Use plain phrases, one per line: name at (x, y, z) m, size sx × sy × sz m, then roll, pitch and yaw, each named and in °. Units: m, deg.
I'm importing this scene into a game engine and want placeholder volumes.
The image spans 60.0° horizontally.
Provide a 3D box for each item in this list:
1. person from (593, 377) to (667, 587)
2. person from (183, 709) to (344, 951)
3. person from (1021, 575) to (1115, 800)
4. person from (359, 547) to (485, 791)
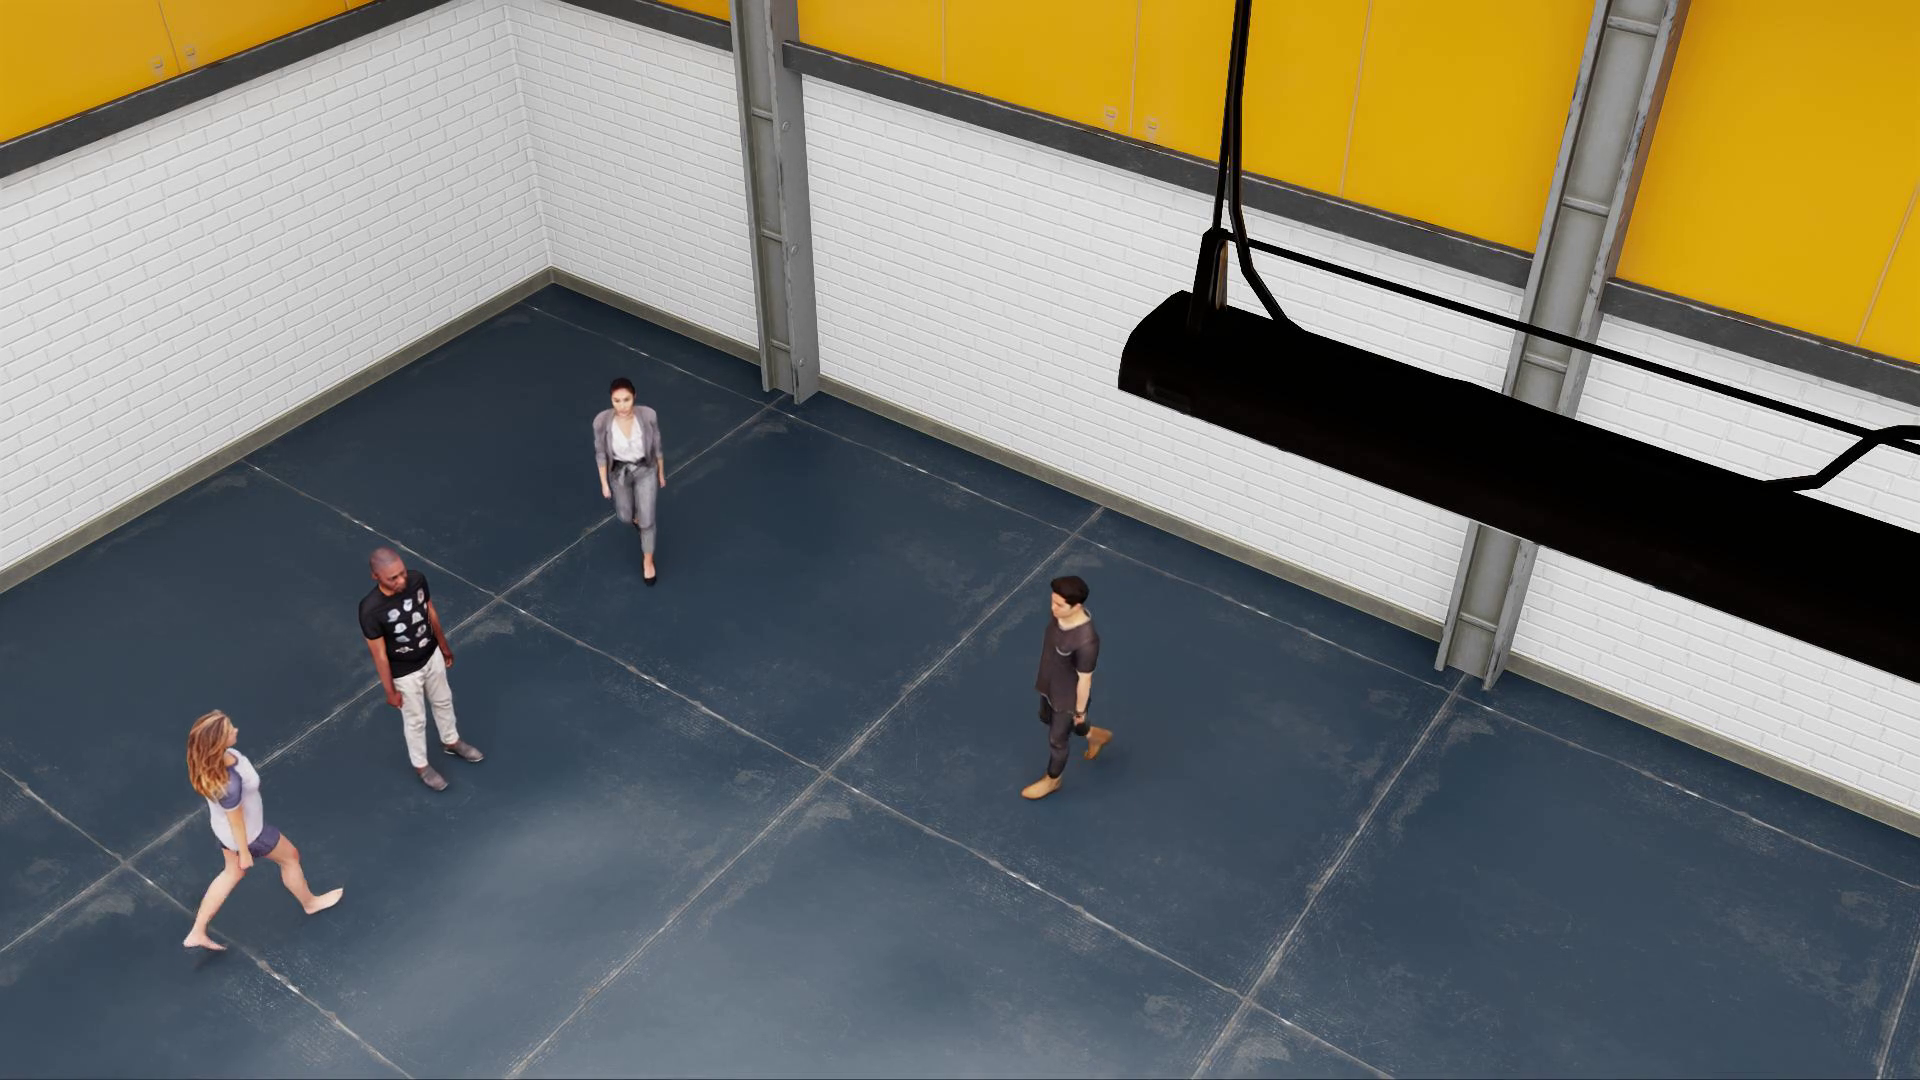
person at (-2.314, -0.487, 11.753) m, size 0.937 × 1.660 × 1.006 m, roll -7°, pitch 39°, yaw -9°
person at (-4.021, 1.626, 9.087) m, size 0.847 × 1.686 × 1.099 m, roll -31°, pitch 48°, yaw -33°
person at (0.686, 0.851, 10.046) m, size 0.959 × 1.700 × 0.947 m, roll -13°, pitch 40°, yaw -16°
person at (-3.331, 0.741, 10.102) m, size 0.617 × 1.802 × 0.666 m, roll 21°, pitch 43°, yaw 24°
